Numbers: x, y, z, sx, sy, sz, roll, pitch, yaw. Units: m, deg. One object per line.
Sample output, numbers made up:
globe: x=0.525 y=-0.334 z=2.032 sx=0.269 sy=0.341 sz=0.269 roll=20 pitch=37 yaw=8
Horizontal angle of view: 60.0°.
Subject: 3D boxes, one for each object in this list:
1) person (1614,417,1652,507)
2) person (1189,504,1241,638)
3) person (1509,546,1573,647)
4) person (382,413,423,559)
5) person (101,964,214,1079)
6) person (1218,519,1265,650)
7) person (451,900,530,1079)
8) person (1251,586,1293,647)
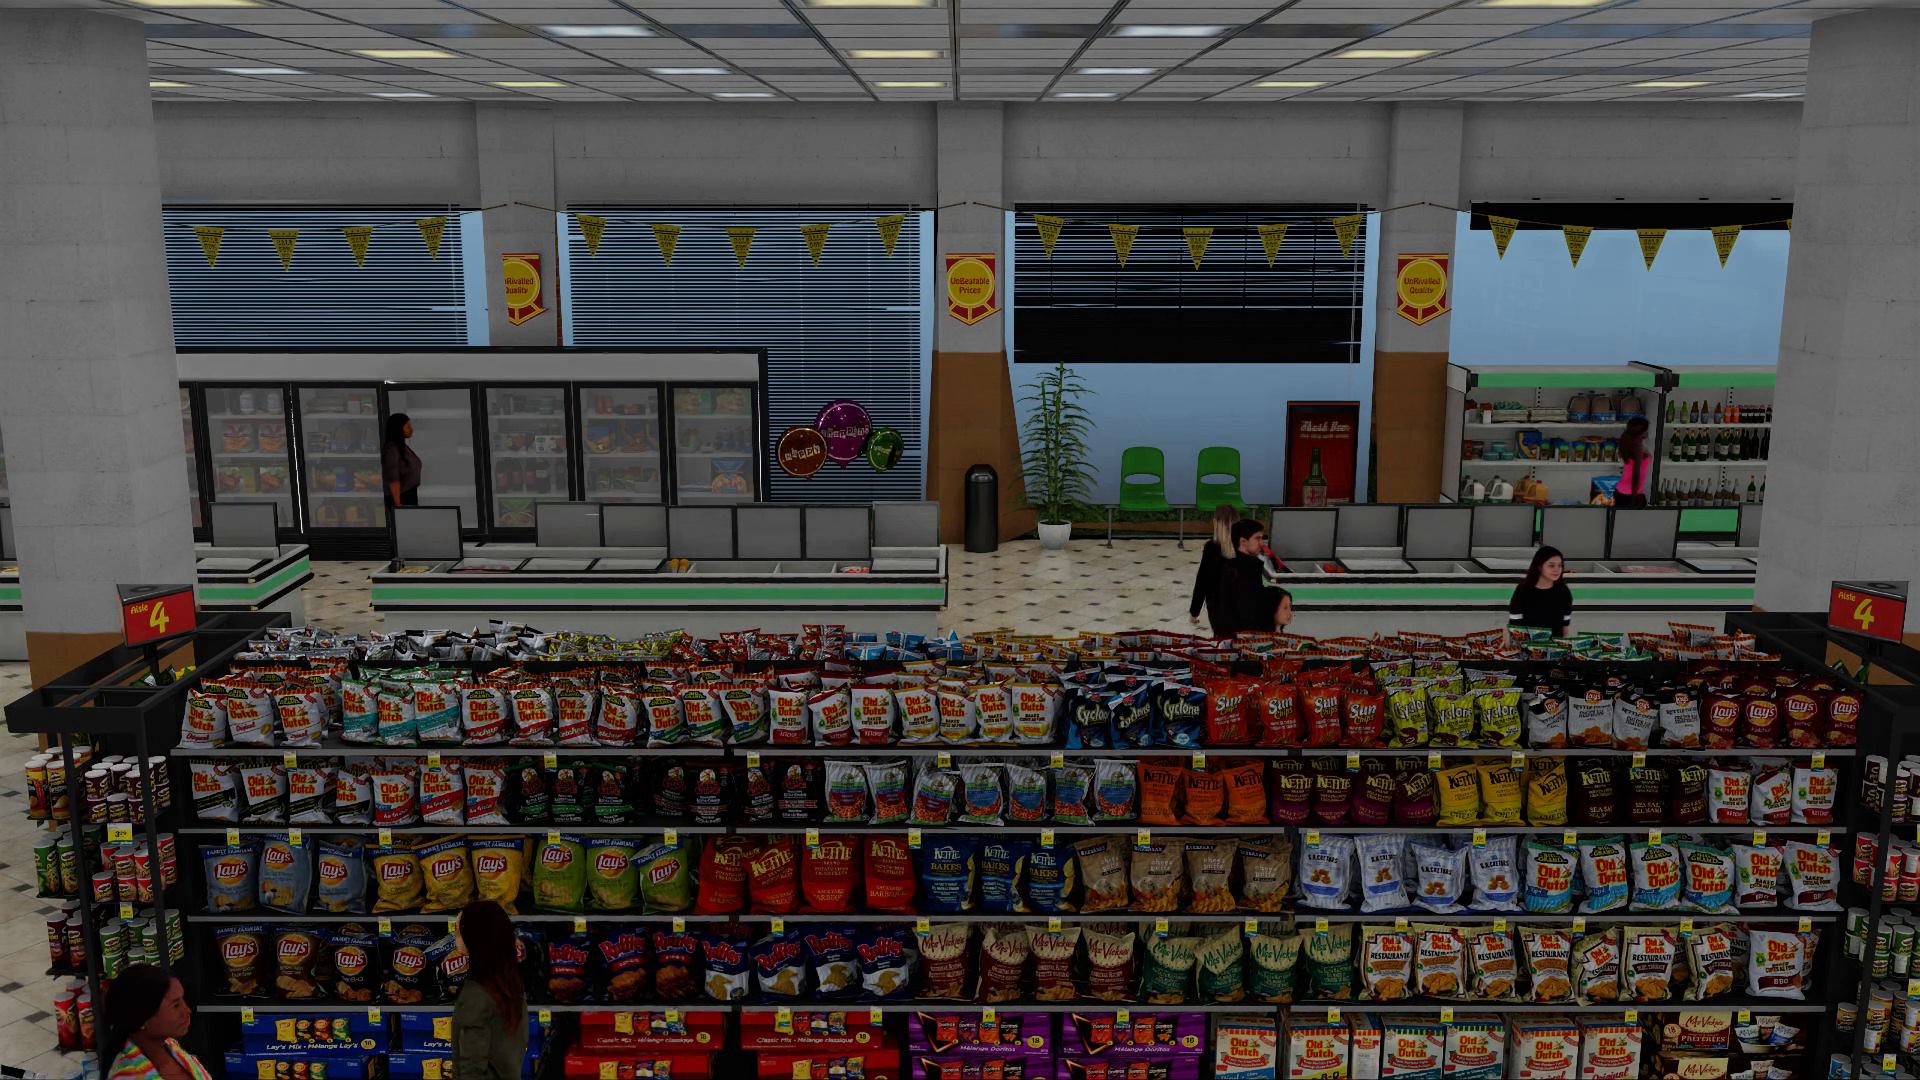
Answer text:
person: x=6.985 y=-0.448 z=17.568 sx=0.634 sy=1.707 sz=0.580 roll=-1 pitch=12 yaw=-5
person: x=2.108 y=0.596 z=12.798 sx=1.177 sy=1.630 sz=1.095 roll=-7 pitch=14 yaw=-32
person: x=4.038 y=0.828 z=11.691 sx=0.551 sy=1.631 sz=0.688 roll=-1 pitch=12 yaw=-6
person: x=-5.690 y=-0.378 z=16.917 sx=0.625 sy=1.838 sz=0.661 roll=-2 pitch=12 yaw=-7
person: x=-2.525 y=2.157 z=5.104 sx=1.191 sy=1.744 sz=0.760 roll=-3 pitch=12 yaw=-12
person: x=1.926 y=0.760 z=11.507 sx=0.566 sy=1.840 sz=0.725 roll=-1 pitch=12 yaw=-3
person: x=-1.701 y=2.065 z=6.257 sx=0.951 sy=1.449 sz=0.592 roll=0 pitch=12 yaw=-2
person: x=1.840 y=1.110 z=10.247 sx=1.149 sy=1.674 sz=0.925 roll=6 pitch=13 yaw=27
